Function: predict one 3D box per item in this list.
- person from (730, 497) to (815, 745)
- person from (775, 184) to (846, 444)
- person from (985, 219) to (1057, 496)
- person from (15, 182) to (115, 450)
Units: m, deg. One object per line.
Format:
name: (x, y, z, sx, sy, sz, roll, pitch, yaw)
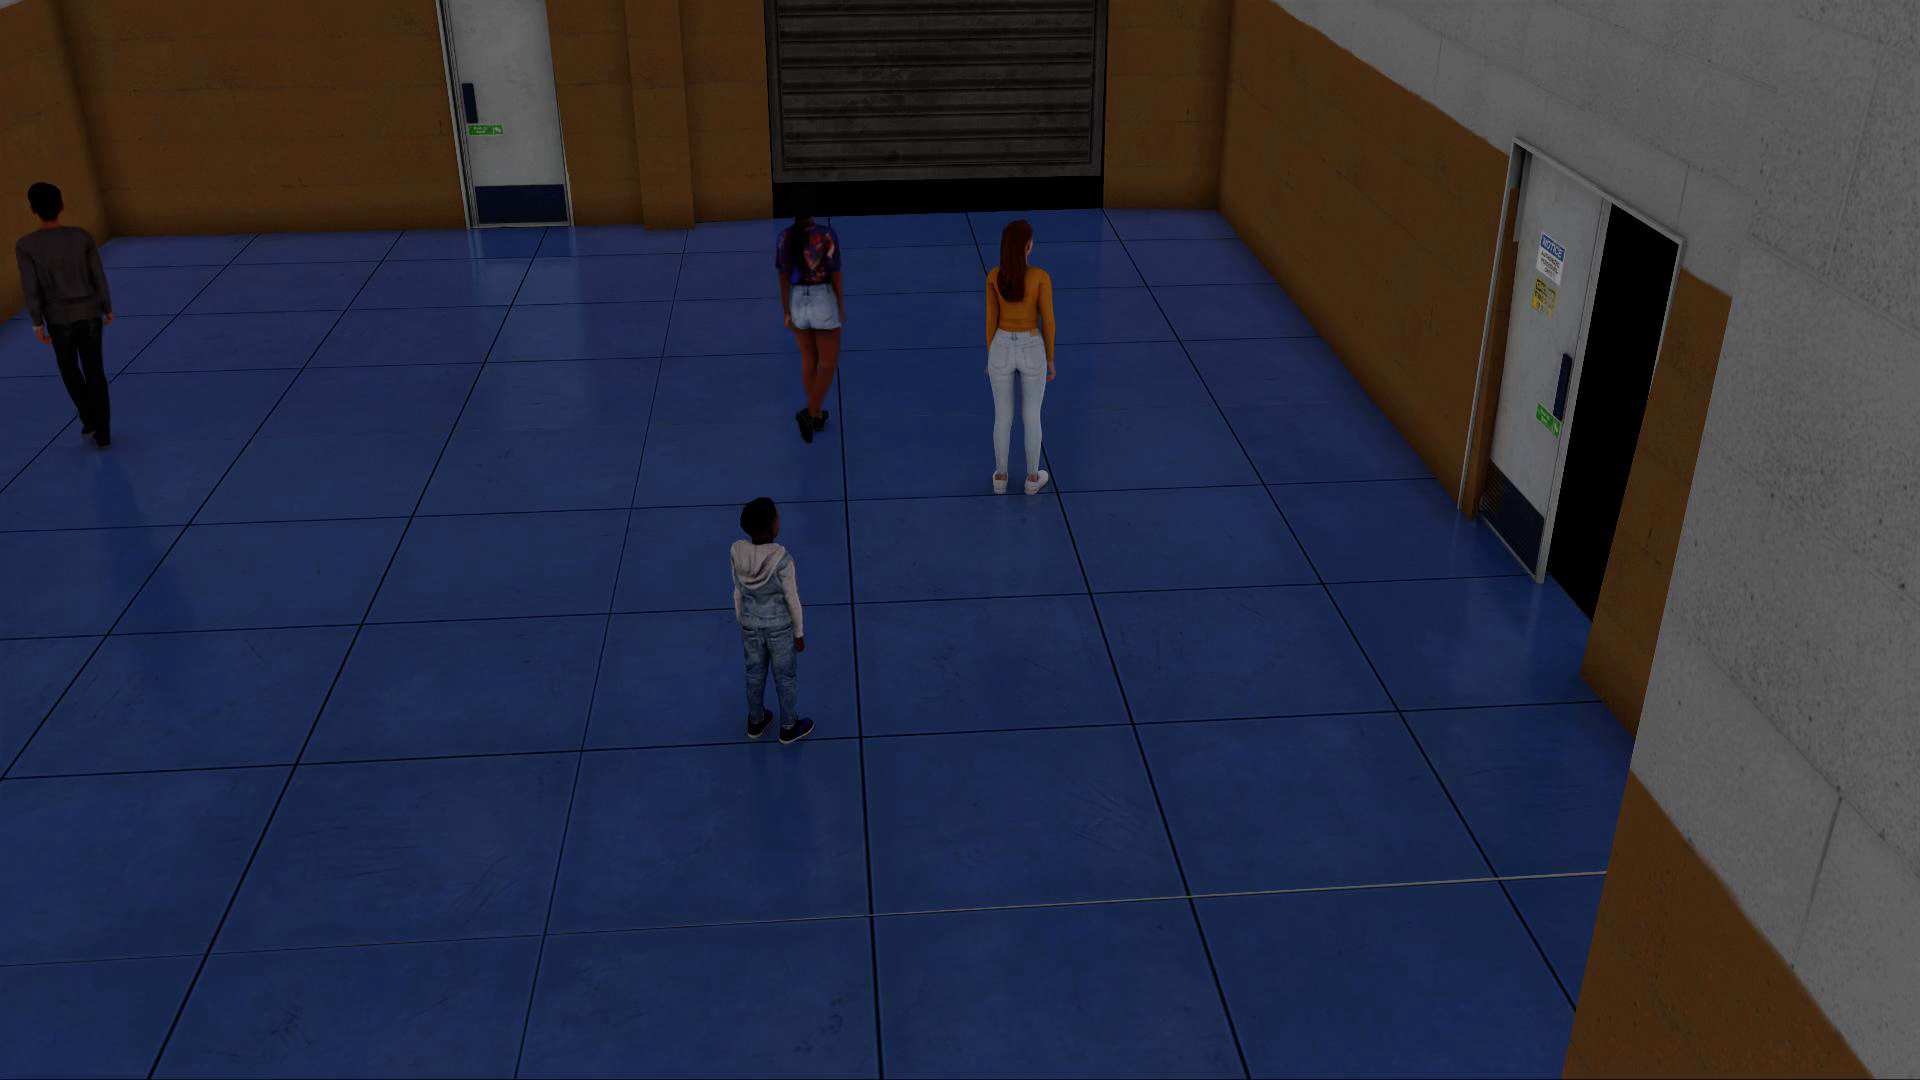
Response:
person: (-0.904, 0.376, 7.789, 0.533, 1.261, 0.620, 10, 29, 19)
person: (-0.978, -1.437, 10.853, 0.995, 1.723, 0.843, 6, 27, 11)
person: (0.356, -1.111, 10.179, 0.580, 1.751, 0.713, 5, 27, 9)
person: (-5.723, -1.406, 10.757, 0.716, 1.755, 0.824, 4, 27, 9)
